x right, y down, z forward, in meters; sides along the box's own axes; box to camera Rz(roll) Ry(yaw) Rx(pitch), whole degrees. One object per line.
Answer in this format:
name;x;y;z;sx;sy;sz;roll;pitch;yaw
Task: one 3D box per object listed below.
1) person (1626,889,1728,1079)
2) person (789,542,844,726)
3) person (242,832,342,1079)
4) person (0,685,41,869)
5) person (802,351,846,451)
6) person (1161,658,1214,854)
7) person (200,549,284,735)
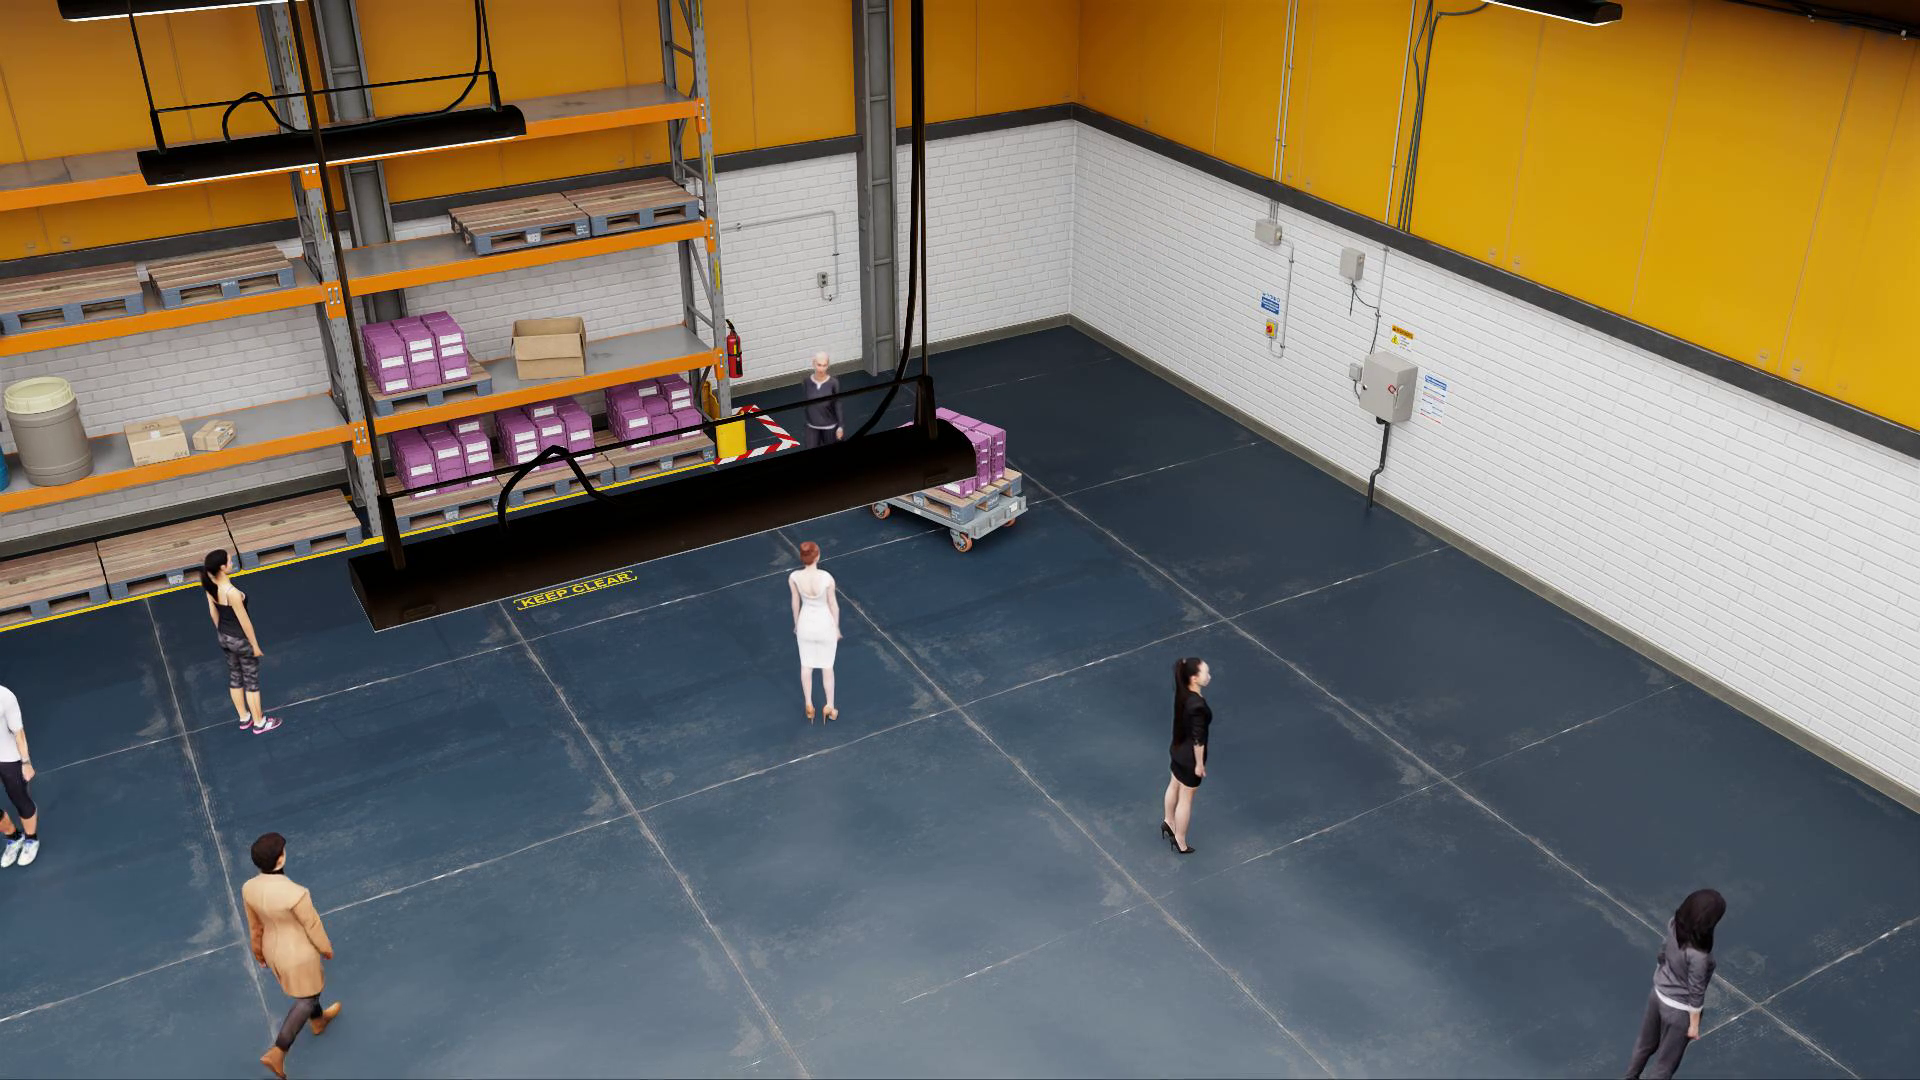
person;4.444;2.887;10.360;0.655;1.762;0.672;-2;29;-4
person;-1.236;0.784;14.189;0.621;1.786;0.692;6;29;11
person;-4.383;2.701;10.765;1.000;1.700;1.116;10;30;18
person;-7.278;1.605;12.625;0.713;1.843;0.844;-3;29;-5
person;-1.481;-1.277;18.056;1.039;1.701;1.055;5;29;10
person;1.734;1.635;12.723;0.625;1.697;0.658;-6;29;-11
person;-6.147;0.861;14.111;0.663;1.726;0.693;15;32;25
